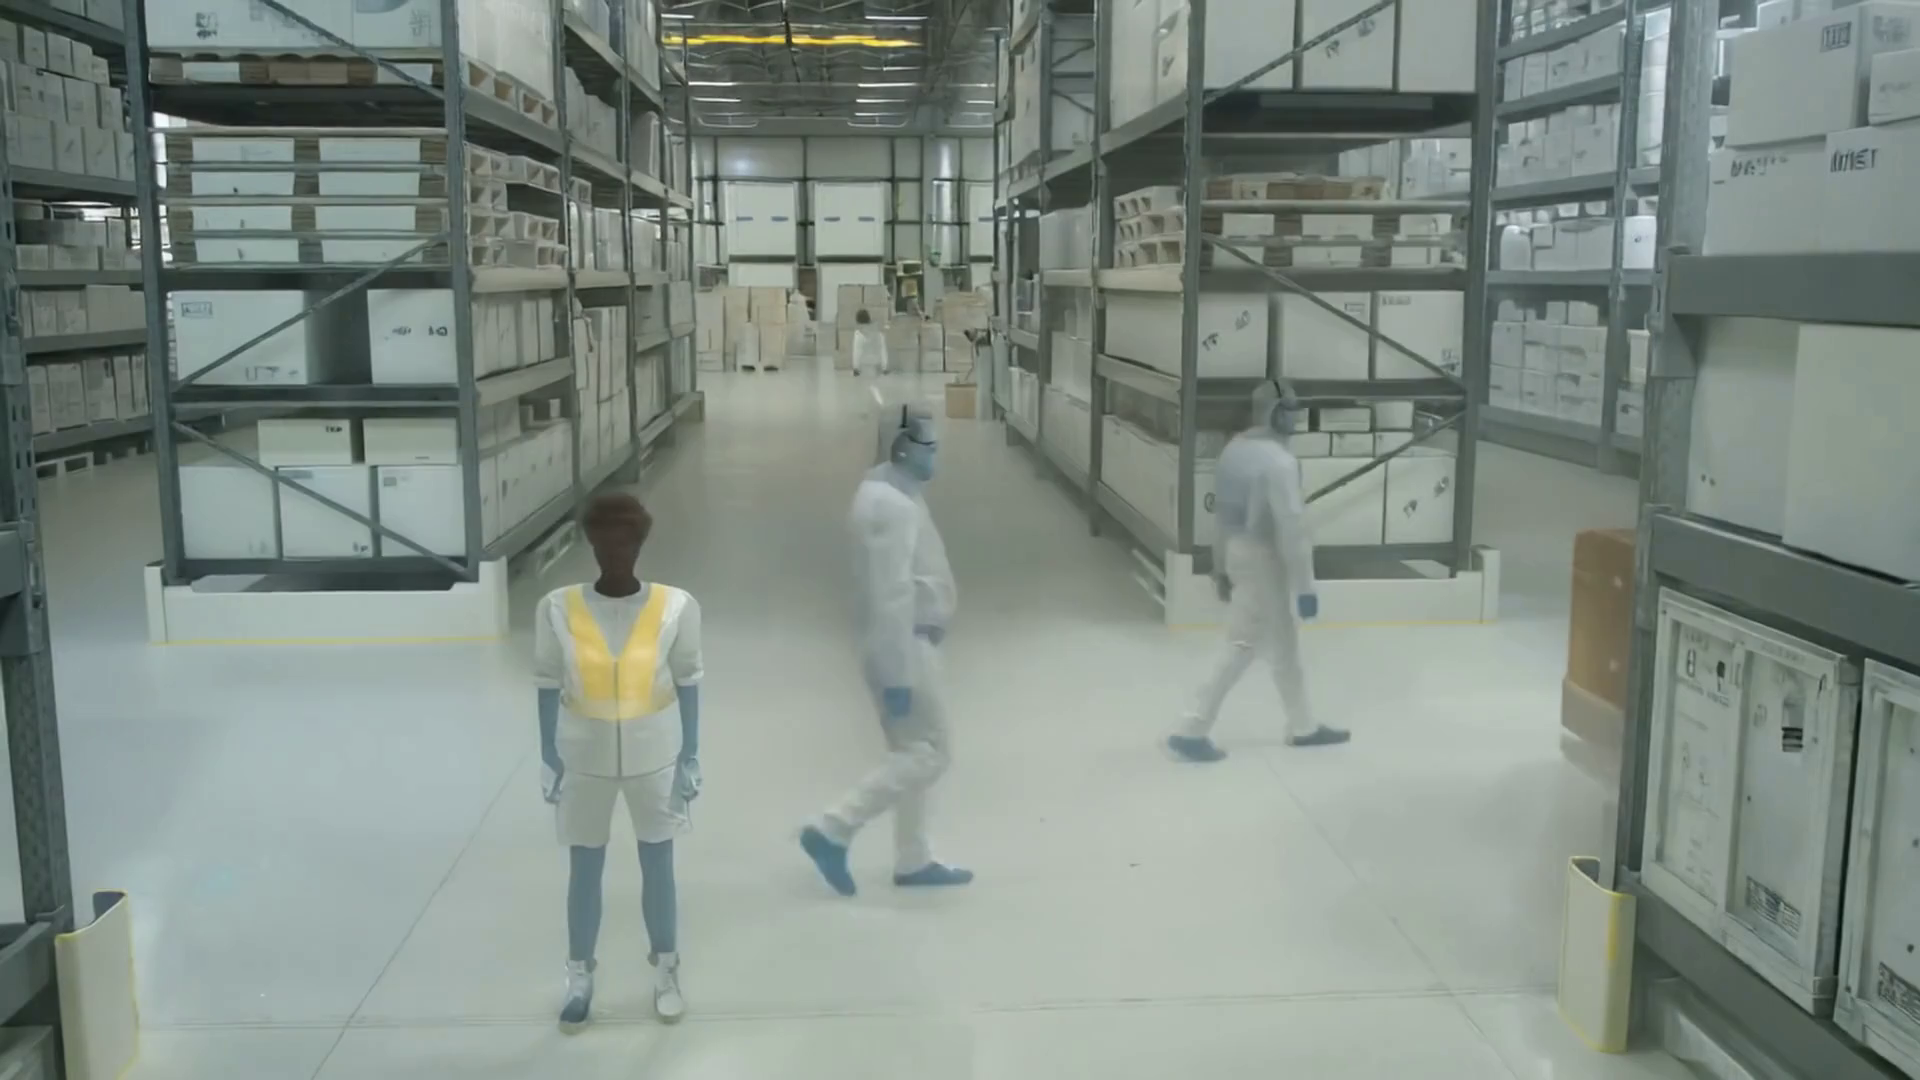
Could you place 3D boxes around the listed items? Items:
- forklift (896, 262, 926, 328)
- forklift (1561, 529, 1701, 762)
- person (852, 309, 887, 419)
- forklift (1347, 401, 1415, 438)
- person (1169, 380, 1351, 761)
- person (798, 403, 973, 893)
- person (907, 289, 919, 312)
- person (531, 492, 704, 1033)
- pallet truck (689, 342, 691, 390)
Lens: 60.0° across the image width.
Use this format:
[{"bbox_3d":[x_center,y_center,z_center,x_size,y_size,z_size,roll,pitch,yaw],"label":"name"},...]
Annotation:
[{"bbox_3d":[-1.780,-8.547,59.499,1.129,2.768,1.873,-1,9,-4],"label":"forklift"},{"bbox_3d":[4.019,-0.325,7.873,1.873,2.768,1.129,-1,9,-5],"label":"forklift"},{"bbox_3d":[-1.406,-2.823,26.939,0.803,1.812,0.631,7,11,37],"label":"person"},{"bbox_3d":[5.060,-2.609,22.212,1.873,2.768,1.129,-1,9,-4],"label":"forklift"},{"bbox_3d":[1.468,0.155,8.086,1.008,1.861,0.662,-2,9,-14],"label":"person"},{"bbox_3d":[-0.265,0.428,6.260,0.576,1.889,0.645,-1,9,-7],"label":"person"},{"bbox_3d":[-1.525,-7.021,52.944,0.527,1.918,0.560,-3,9,-16],"label":"person"},{"bbox_3d":[-1.062,0.688,5.209,0.532,1.698,0.319,-2,9,-11],"label":"person"},{"bbox_3d":[-5.225,-3.008,27.480,1.885,1.965,0.823,2,9,14],"label":"pallet truck"}]
